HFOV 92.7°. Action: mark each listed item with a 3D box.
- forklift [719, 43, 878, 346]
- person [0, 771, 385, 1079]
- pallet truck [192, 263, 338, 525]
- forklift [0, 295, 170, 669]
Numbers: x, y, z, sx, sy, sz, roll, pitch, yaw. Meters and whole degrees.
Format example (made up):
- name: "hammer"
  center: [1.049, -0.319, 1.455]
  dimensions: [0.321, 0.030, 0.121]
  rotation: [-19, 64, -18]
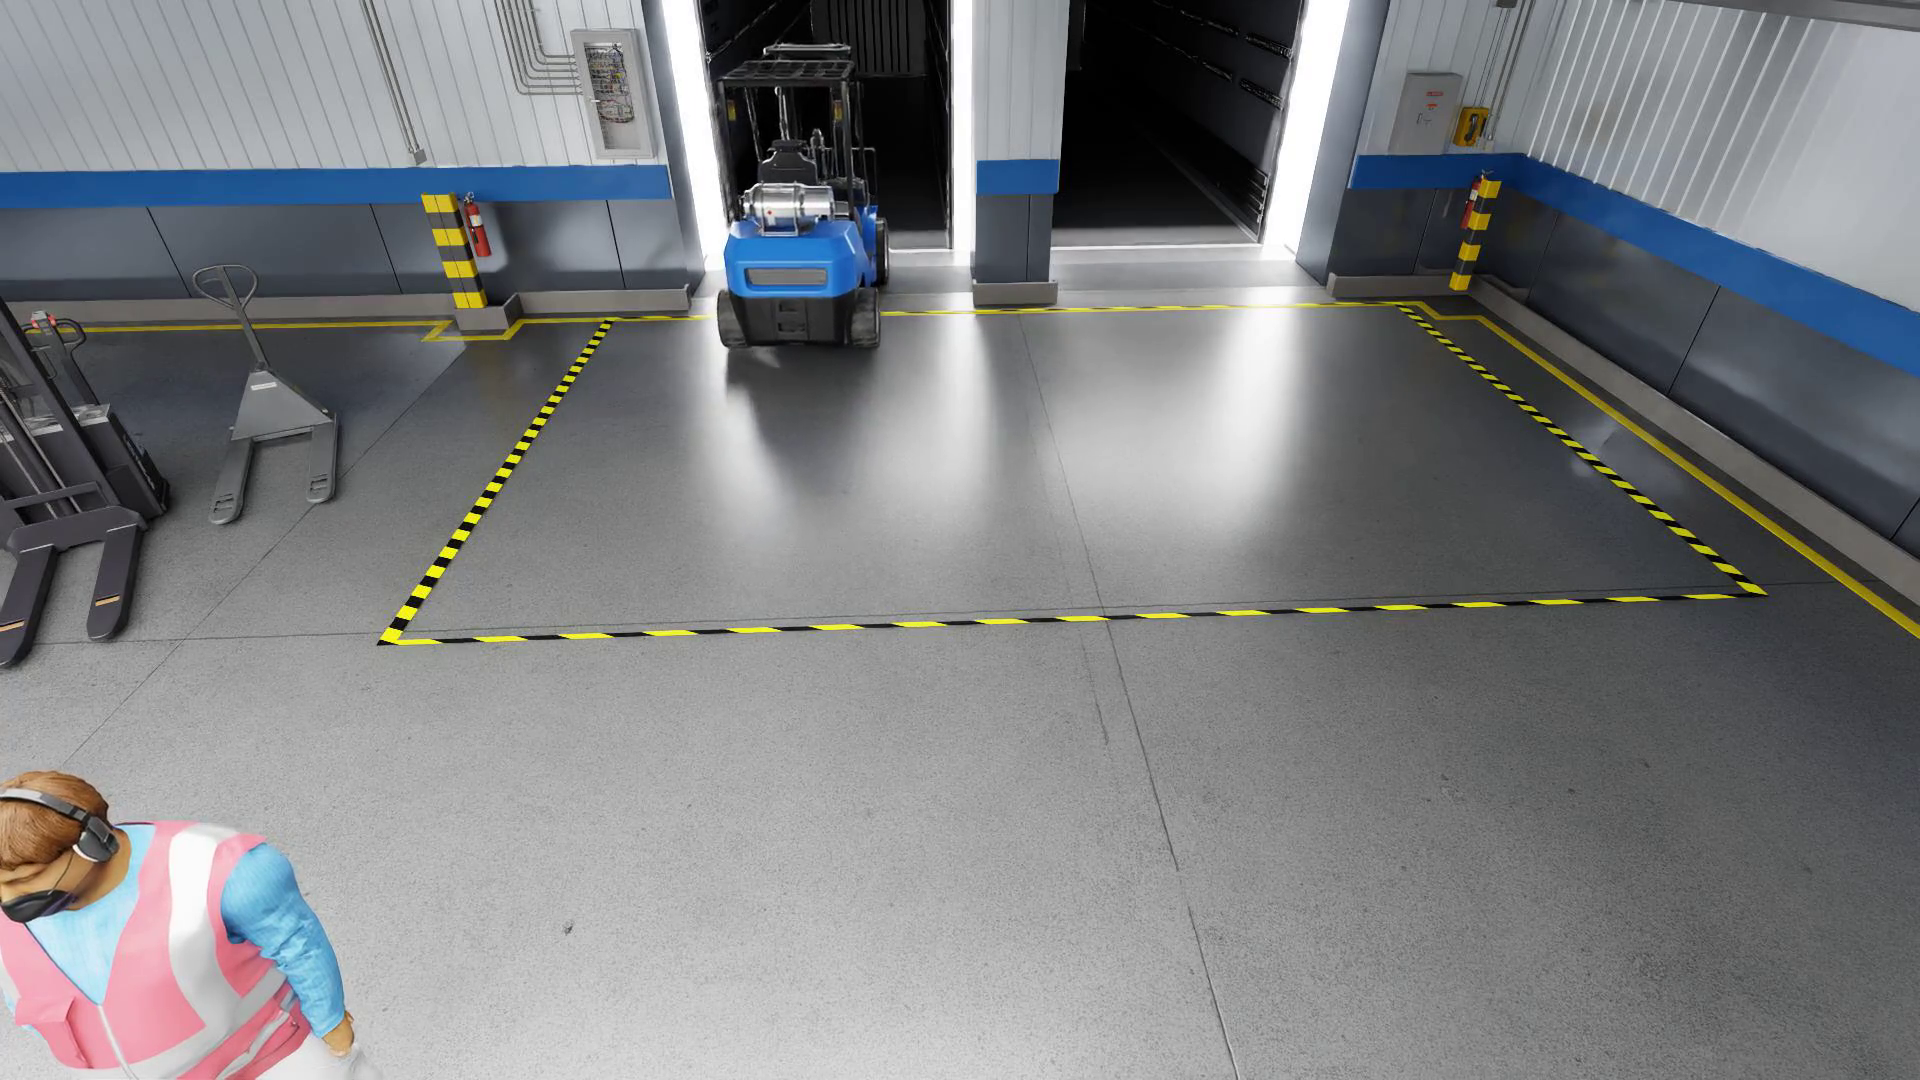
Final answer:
- name: "forklift"
  center: [-1.399, -3.175, 8.223]
  dimensions: [1.157, 2.036, 2.680]
  rotation: [0, 35, 0]
- name: "person"
  center: [-1.879, 1.257, 2.319]
  dimensions: [0.624, 1.843, 0.429]
  rotation: [-9, 36, -12]
- name: "pallet truck"
  center: [-4.778, -1.027, 6.128]
  dimensions: [0.680, 1.201, 1.601]
  rotation: [-17, 38, -23]
- name: "forklift"
  center: [-5.212, -0.618, 4.878]
  dimensions: [0.823, 1.965, 1.885]
  rotation: [-20, 39, -26]
